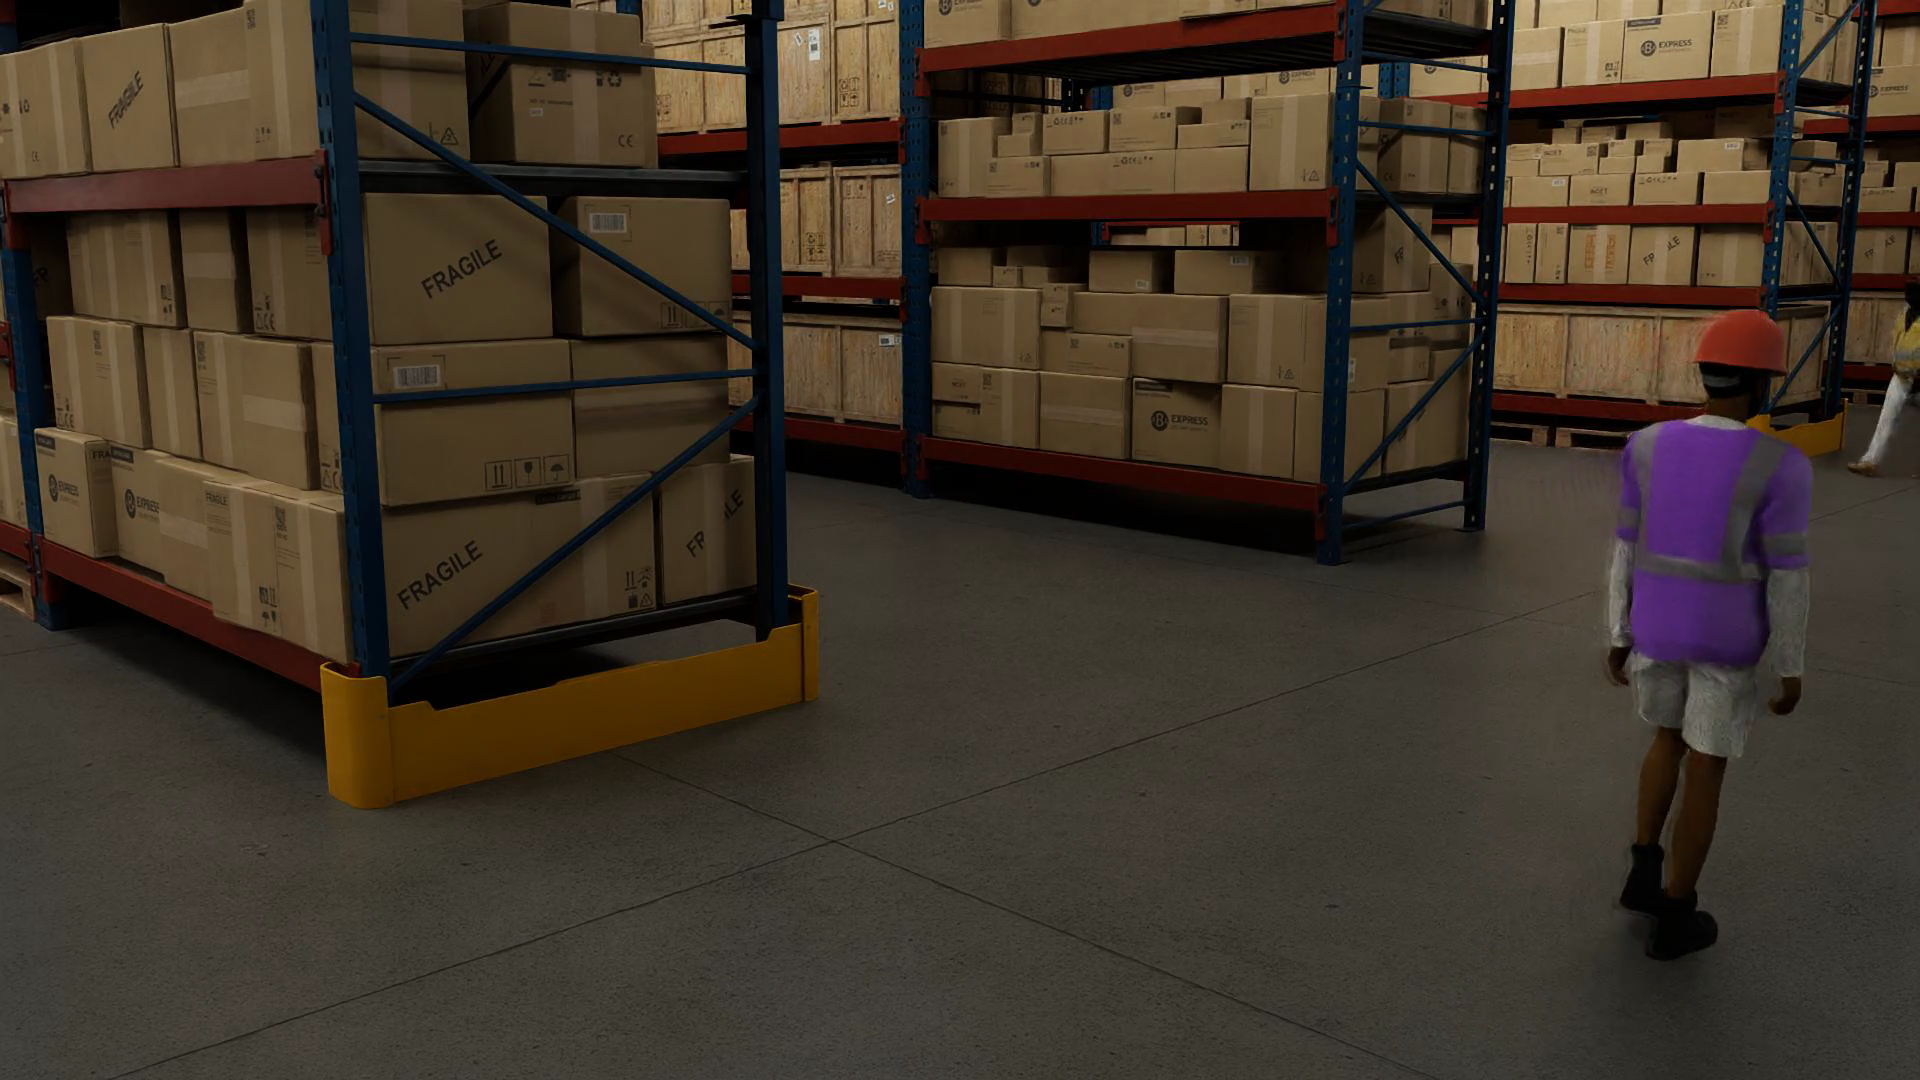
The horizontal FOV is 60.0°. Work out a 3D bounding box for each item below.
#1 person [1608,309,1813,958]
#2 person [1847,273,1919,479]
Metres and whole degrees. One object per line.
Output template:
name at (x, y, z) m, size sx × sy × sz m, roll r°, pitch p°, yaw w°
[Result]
person at (2.205, 0.286, 4.915) m, size 0.446 × 1.915 × 0.564 m, roll -9°, pitch 13°, yaw -39°
person at (8.257, -1.410, 14.498) m, size 0.903 × 1.798 × 0.623 m, roll -2°, pitch 11°, yaw -12°
